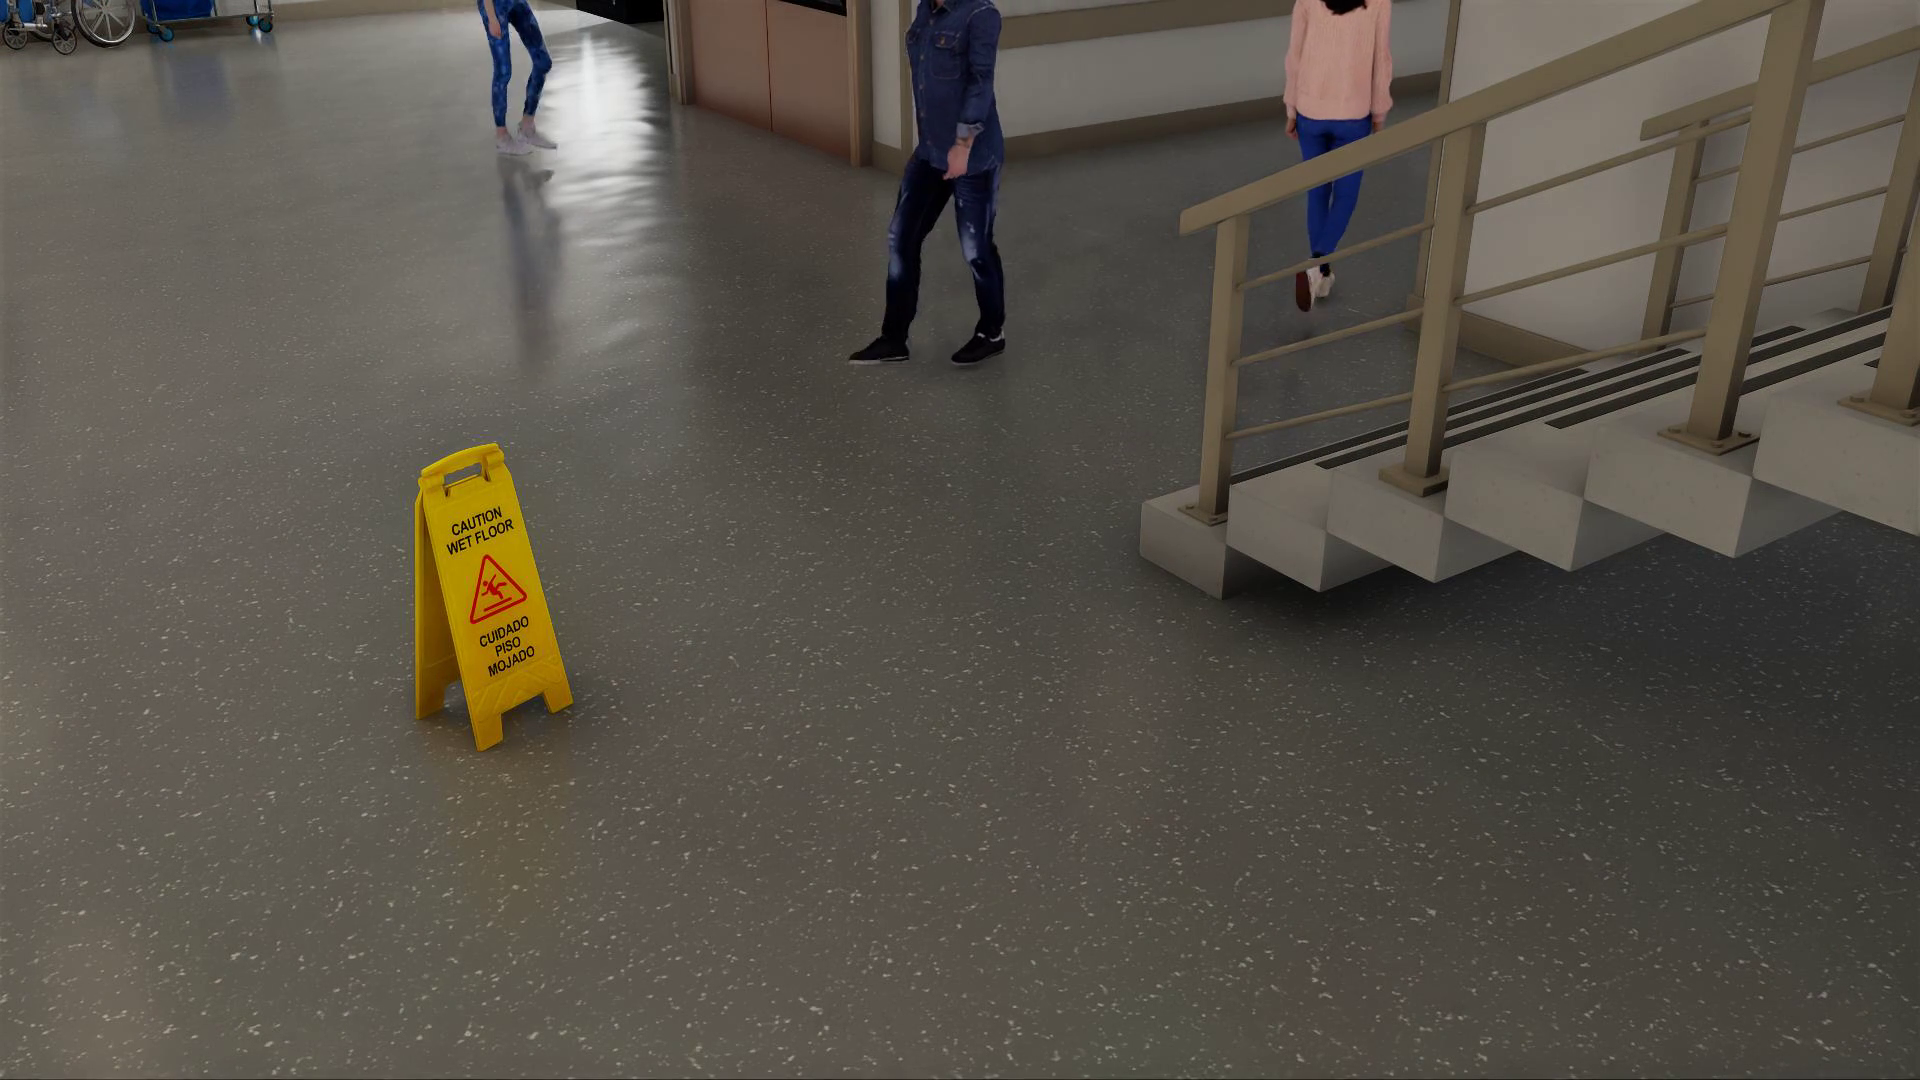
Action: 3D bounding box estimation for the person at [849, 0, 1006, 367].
[{"bbox_3d":[0.045,-1.581,6.890,0.824,1.797,0.899,-20,32,-36],"label":"person"}]

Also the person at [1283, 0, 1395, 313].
[{"bbox_3d":[1.684,-1.883,7.573,1.106,1.747,1.052,11,28,21],"label":"person"}]

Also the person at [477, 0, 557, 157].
[{"bbox_3d":[-2.960,-3.323,10.531,0.808,1.773,0.746,10,28,20],"label":"person"}]
